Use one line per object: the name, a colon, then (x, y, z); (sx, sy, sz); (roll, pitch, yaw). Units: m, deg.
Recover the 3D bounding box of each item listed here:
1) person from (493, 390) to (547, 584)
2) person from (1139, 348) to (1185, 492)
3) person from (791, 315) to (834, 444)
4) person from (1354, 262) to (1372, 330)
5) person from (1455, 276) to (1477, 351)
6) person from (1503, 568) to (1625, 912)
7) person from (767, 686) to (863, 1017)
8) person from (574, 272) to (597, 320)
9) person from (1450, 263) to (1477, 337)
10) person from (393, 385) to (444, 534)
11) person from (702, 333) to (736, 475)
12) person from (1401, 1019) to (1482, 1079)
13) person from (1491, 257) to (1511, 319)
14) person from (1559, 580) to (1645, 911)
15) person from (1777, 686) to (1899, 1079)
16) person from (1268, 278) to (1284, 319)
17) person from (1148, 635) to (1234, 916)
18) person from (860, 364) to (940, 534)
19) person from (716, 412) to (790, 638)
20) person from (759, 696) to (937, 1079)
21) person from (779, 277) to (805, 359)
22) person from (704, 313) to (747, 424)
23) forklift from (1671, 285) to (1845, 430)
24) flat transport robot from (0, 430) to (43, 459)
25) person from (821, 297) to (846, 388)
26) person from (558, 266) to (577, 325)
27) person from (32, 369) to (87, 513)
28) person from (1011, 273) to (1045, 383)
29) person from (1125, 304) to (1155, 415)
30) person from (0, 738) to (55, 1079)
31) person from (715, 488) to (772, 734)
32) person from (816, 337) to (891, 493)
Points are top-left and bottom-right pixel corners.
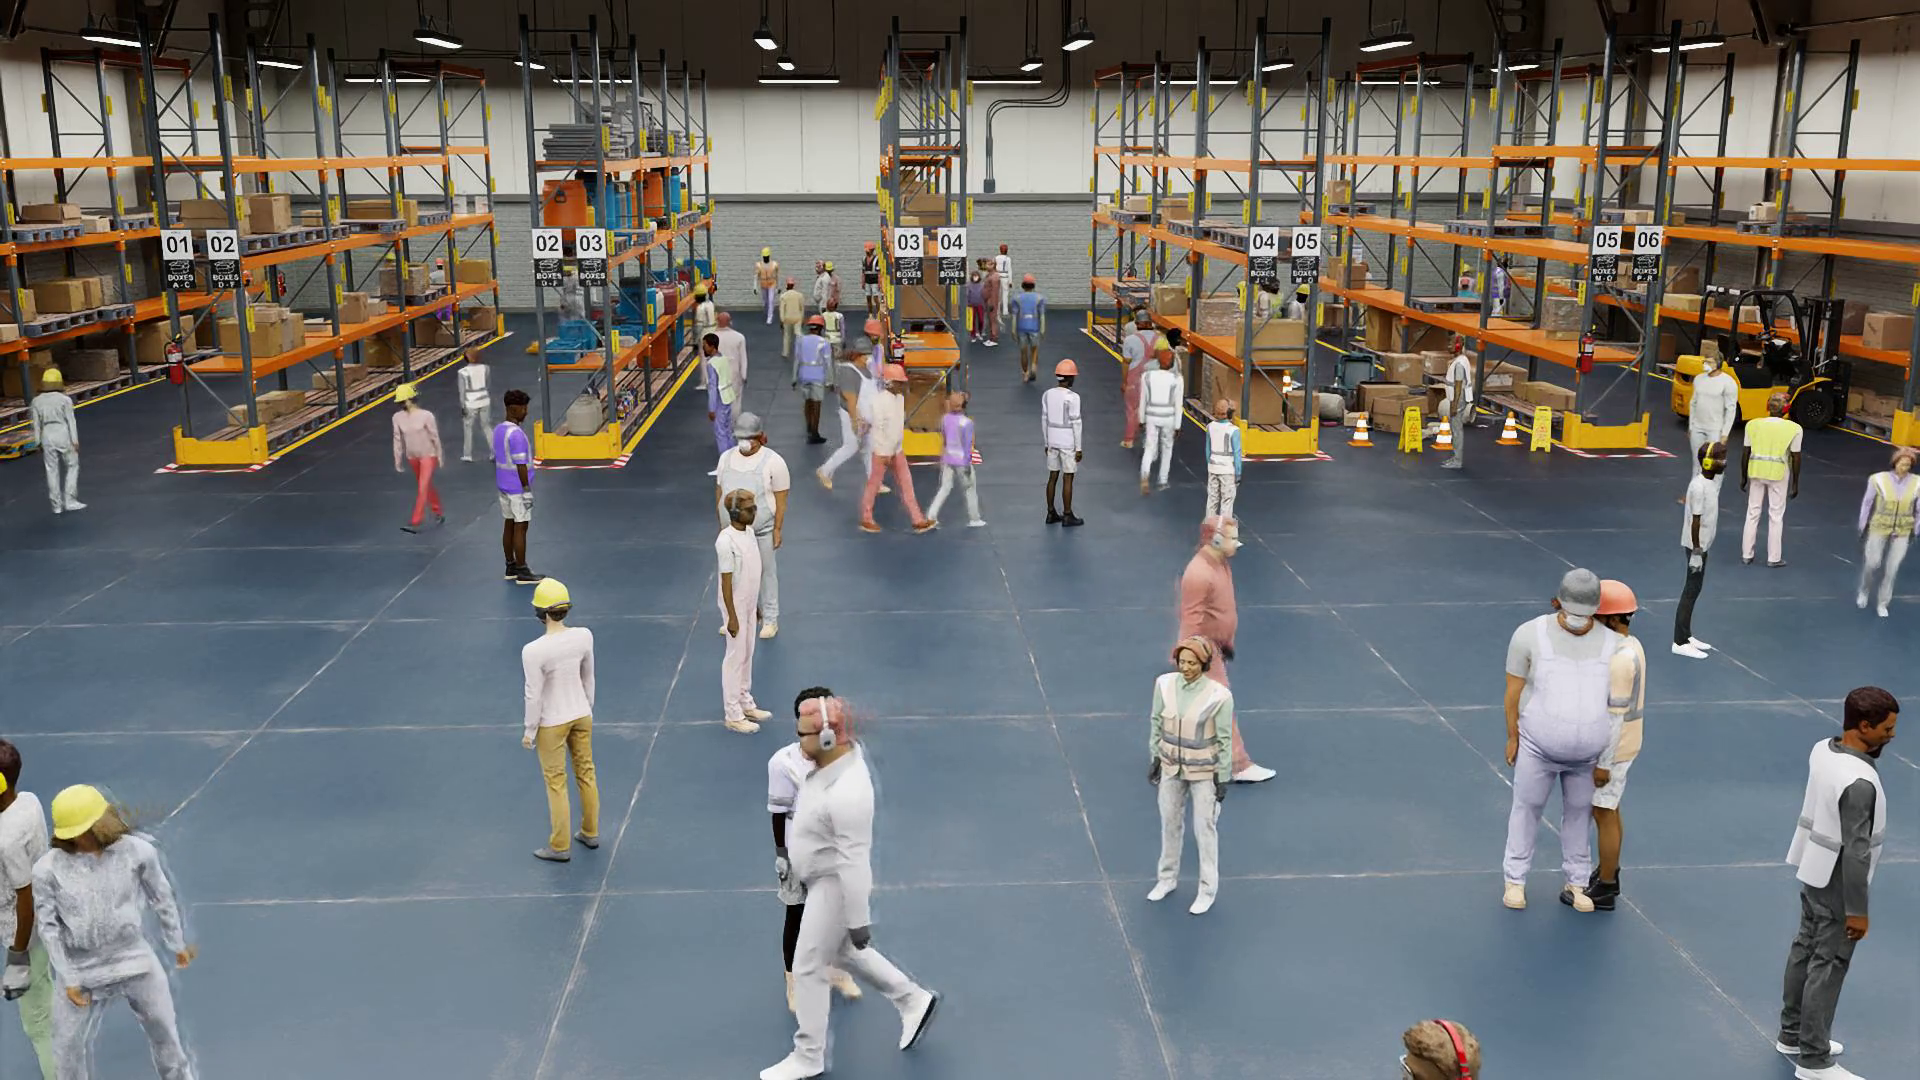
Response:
person: (-4.447, -0.536, 16.716); (0.381, 1.958, 0.602); (-10, 16, -35)
person: (2.528, -1.499, 21.014); (0.604, 1.863, 0.748); (5, 14, 19)
person: (-2.174, -2.401, 24.807); (0.639, 1.857, 0.882); (4, 14, 16)
person: (9.683, -5.865, 39.979); (0.498, 1.636, 0.280); (-9, 16, -34)
person: (10.299, -4.530, 34.101); (0.572, 1.734, 0.654); (-3, 14, -13)
person: (3.452, 1.133, 9.468); (0.676, 2.000, 0.536); (2, 13, 7)
person: (-0.715, 1.553, 8.417); (0.535, 1.700, 0.318); (-8, 16, -31)
person: (-8.674, -5.581, 38.402); (1.040, 1.806, 0.584); (7, 15, 26)
person: (11.075, -5.185, 36.705); (0.614, 1.818, 0.411); (-3, 14, -11)
person: (-6.178, -0.935, 18.946); (0.531, 1.696, 0.969); (4, 14, 15)
person: (-3.230, -1.819, 22.282); (0.408, 1.905, 0.605); (2, 13, 8)
person: (1.462, 2.285, 5.022); (0.381, 1.838, 0.565); (-2, 13, -10)
person: (12.538, -5.641, 38.592); (0.429, 1.842, 0.633); (2, 13, 8)
person: (3.705, 1.172, 9.561); (0.392, 1.925, 0.548); (6, 14, 23)
person: (4.089, 1.598, 7.775); (0.392, 1.914, 0.587); (2, 13, 10)
person: (6.463, -4.590, 34.473); (0.546, 1.678, 0.469); (-7, 15, -27)
person: (1.321, 1.330, 9.521); (0.519, 1.633, 0.313); (10, 17, 37)
person: (-0.720, -1.006, 18.728); (1.029, 1.935, 0.639); (8, 16, 31)
person: (-1.888, -0.134, 14.836); (0.684, 2.000, 0.538); (4, 14, 17)
person: (-0.526, 1.614, 7.788); (0.801, 1.875, 0.628); (-2, 13, -6)
person: (-3.437, -4.532, 34.216); (0.603, 1.704, 0.907); (-7, 15, -27)
person: (-3.564, -2.527, 25.365); (0.669, 1.852, 0.979); (-1, 13, -3)
forklift: (12.503, -2.886, 26.166); (2.313, 2.155, 1.214); (-1, 13, -3)
flat transport robot: (-13.594, -1.382, 23.912); (0.652, 0.197, 1.431); (1, 13, 3)
person: (-2.312, -3.601, 30.372); (0.514, 1.645, 0.309); (7, 15, 26)
person: (-8.985, -5.441, 37.983); (0.475, 1.724, 0.504); (11, 17, 39)
person: (-10.826, -1.190, 19.970); (0.516, 1.731, 0.379); (0, 13, -2)
person: (1.261, -3.943, 30.997); (0.617, 2.025, 0.443); (0, 13, -1)
person: (2.935, -2.940, 27.161); (0.516, 1.838, 0.556); (2, 13, 8)
person: (-4.096, 1.747, 7.249); (0.328, 1.865, 0.517); (-6, 15, -24)
person: (-1.632, 0.520, 12.484); (0.345, 1.847, 0.508); (3, 14, 13)
person: (-1.357, -1.597, 21.033); (0.877, 2.000, 0.676); (6, 14, 23)
